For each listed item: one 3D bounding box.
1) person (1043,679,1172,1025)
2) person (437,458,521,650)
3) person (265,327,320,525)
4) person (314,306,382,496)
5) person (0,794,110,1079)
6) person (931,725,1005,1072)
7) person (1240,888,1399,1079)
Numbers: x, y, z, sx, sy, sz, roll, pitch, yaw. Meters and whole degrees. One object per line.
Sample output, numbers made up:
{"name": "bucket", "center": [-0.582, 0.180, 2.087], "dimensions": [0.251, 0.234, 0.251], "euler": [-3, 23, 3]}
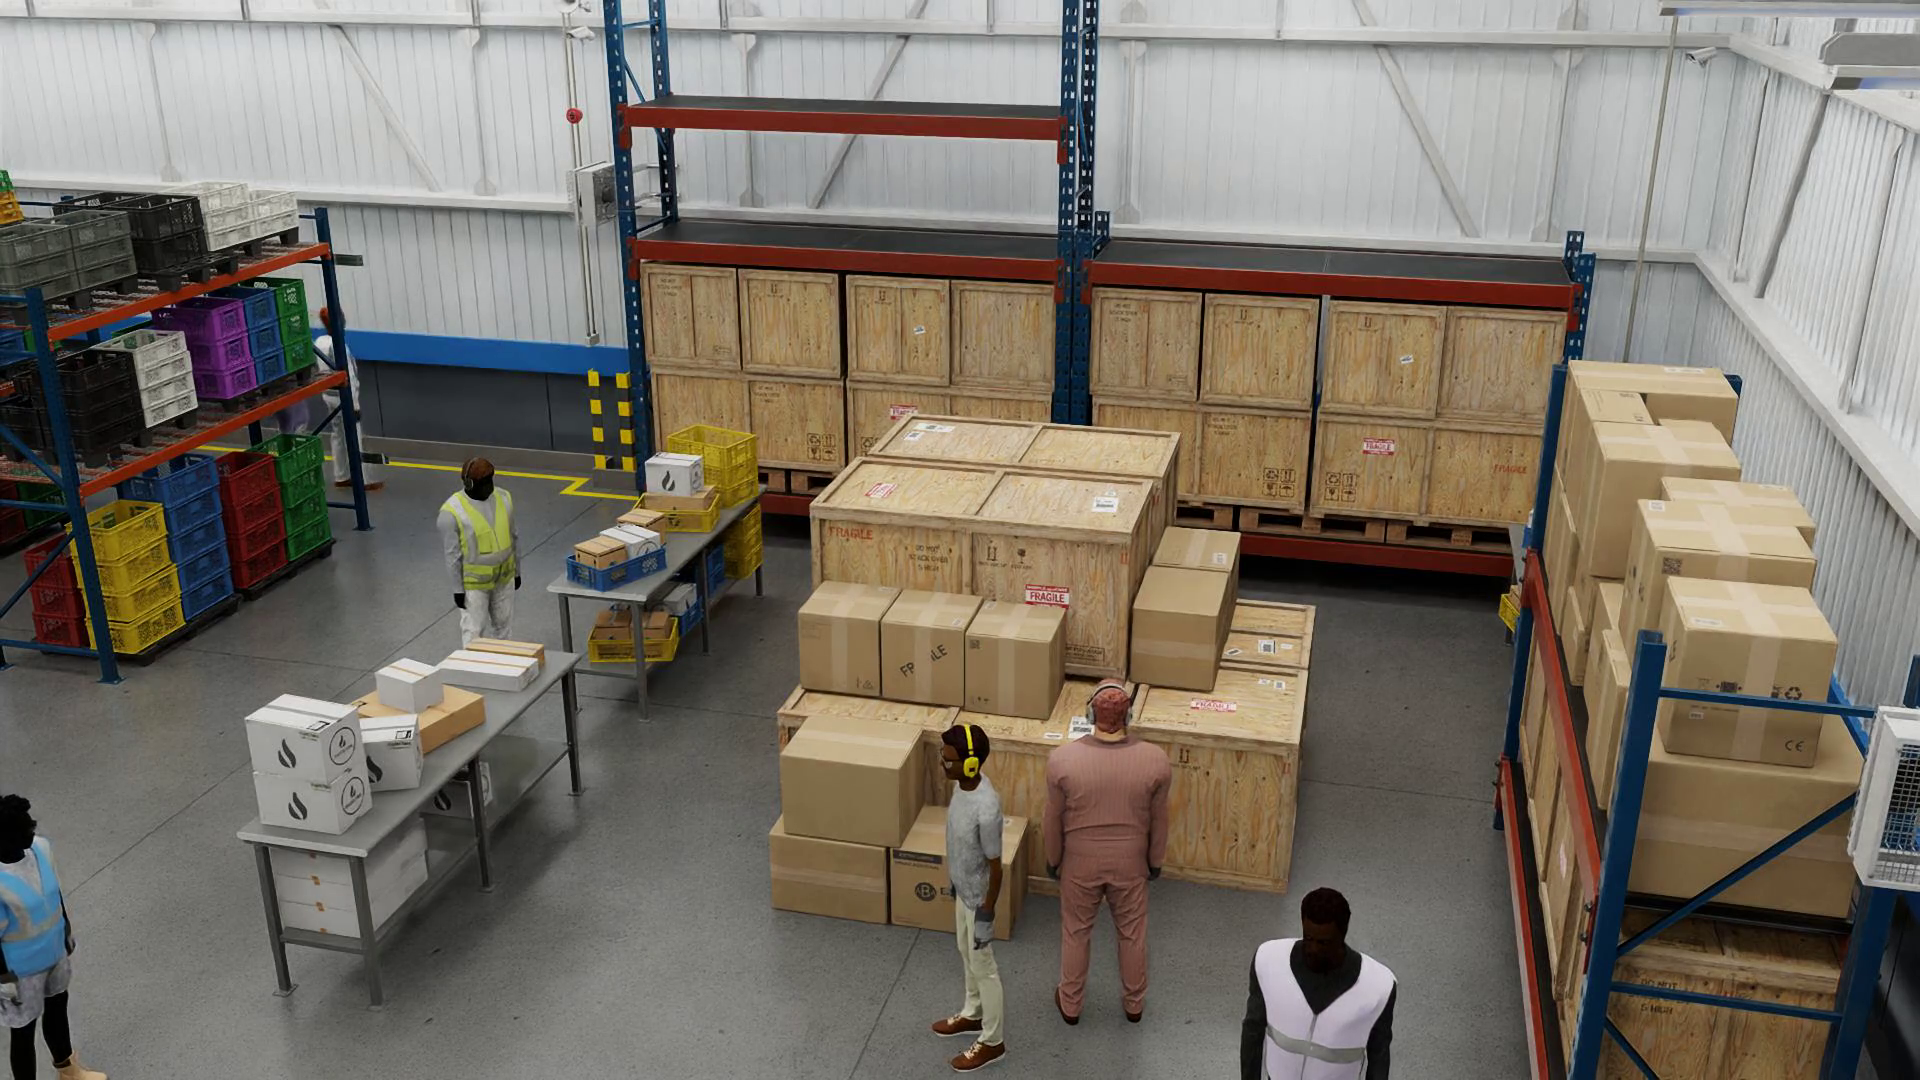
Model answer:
{"name": "person", "center": [0.744, 1.604, 8.560], "dimensions": [0.637, 1.898, 0.397], "euler": [-1, 21, -2]}
{"name": "person", "center": [-3.449, 0.275, 12.125], "dimensions": [0.430, 1.835, 0.619], "euler": [17, 26, 37]}
{"name": "person", "center": [-6.252, -1.074, 15.498], "dimensions": [0.373, 1.940, 0.627], "euler": [-8, 22, -21]}
{"name": "person", "center": [-6.069, -1.375, 16.364], "dimensions": [0.581, 1.882, 0.350], "euler": [19, 28, 40]}
{"name": "person", "center": [-4.400, 1.968, 7.883], "dimensions": [0.319, 1.694, 0.538], "euler": [3, 21, 7]}
{"name": "person", "center": [0.052, 1.751, 8.206], "dimensions": [0.319, 1.868, 0.521], "euler": [-6, 22, -15]}
{"name": "person", "center": [1.445, 2.246, 6.842], "dimensions": [0.596, 1.916, 0.374], "euler": [7, 22, 19]}
